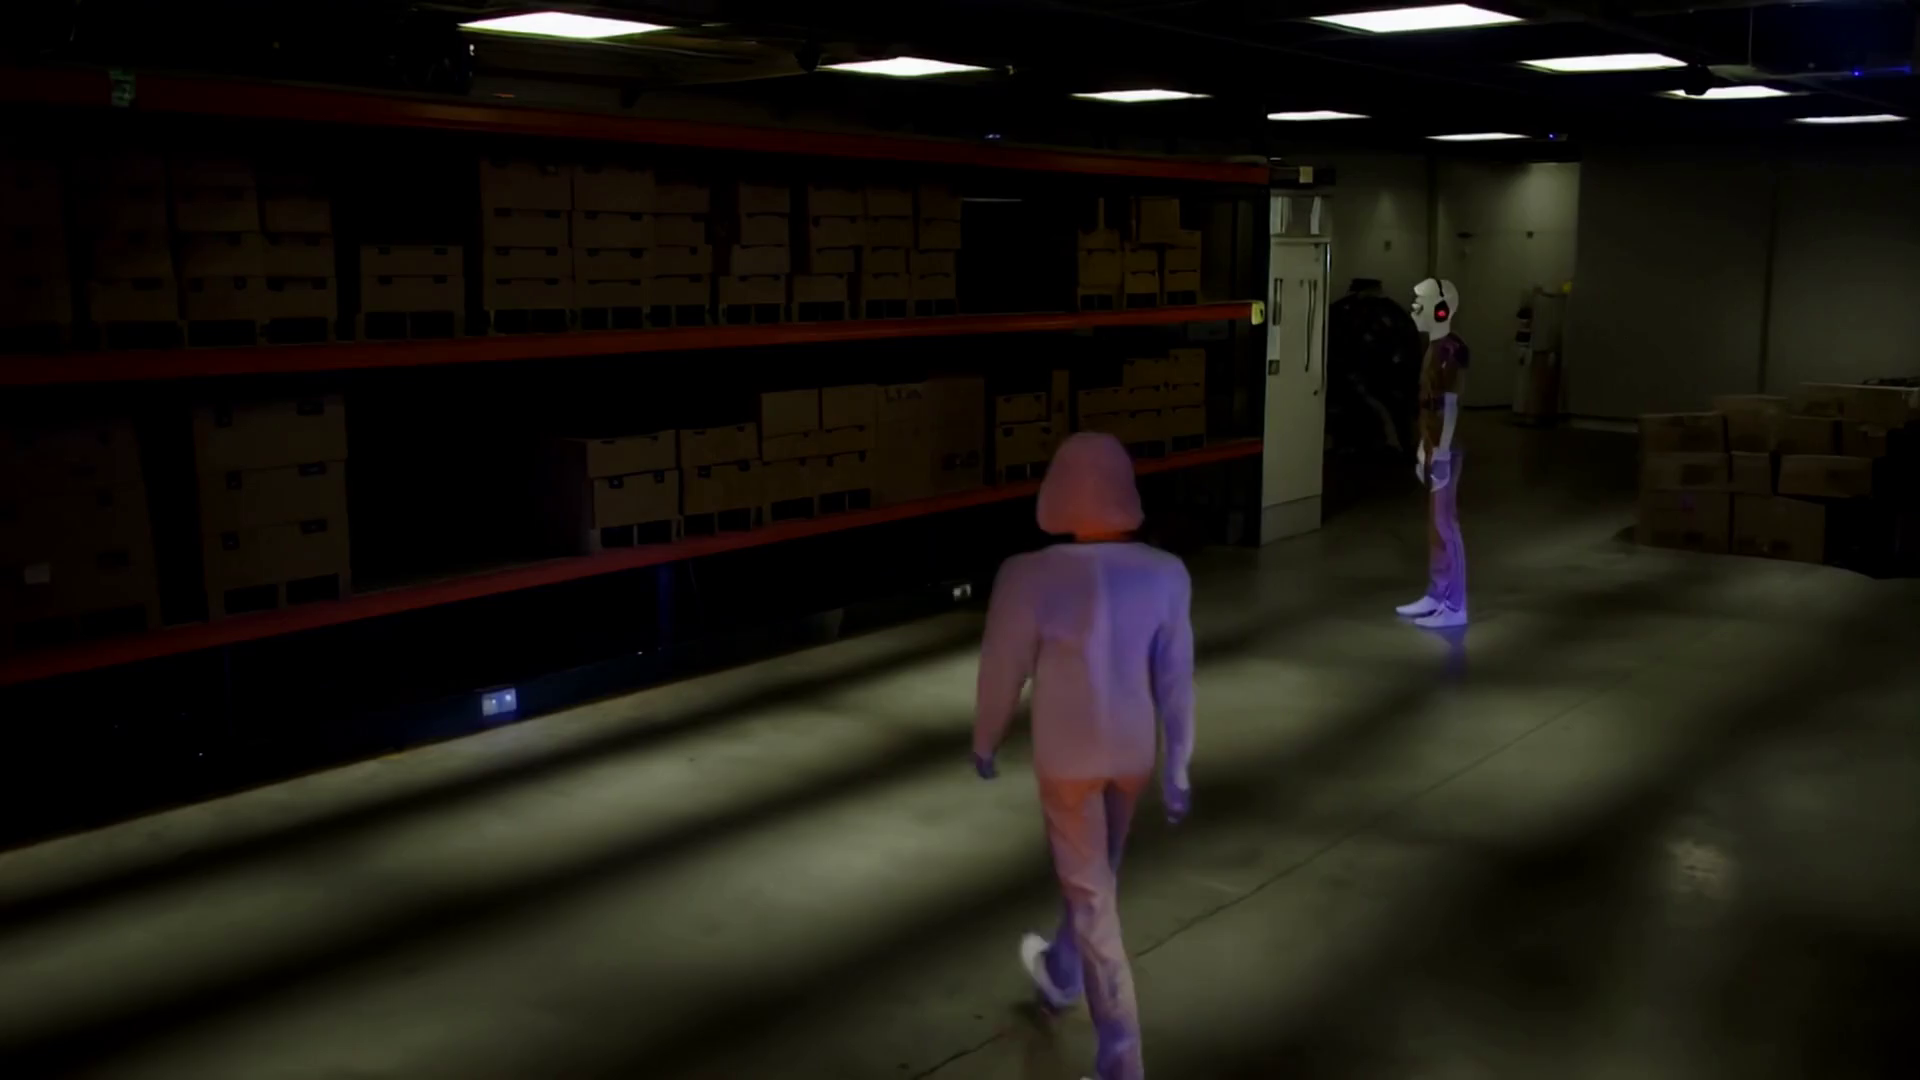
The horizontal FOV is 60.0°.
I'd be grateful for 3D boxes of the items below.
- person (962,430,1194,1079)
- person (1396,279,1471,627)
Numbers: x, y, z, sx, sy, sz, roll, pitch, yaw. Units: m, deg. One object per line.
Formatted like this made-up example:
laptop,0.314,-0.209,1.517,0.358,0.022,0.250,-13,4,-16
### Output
person,0.268,0.530,4.035,0.506,1.584,0.865,-5,11,-25
person,2.569,-0.464,8.944,0.335,1.861,0.495,0,10,0
